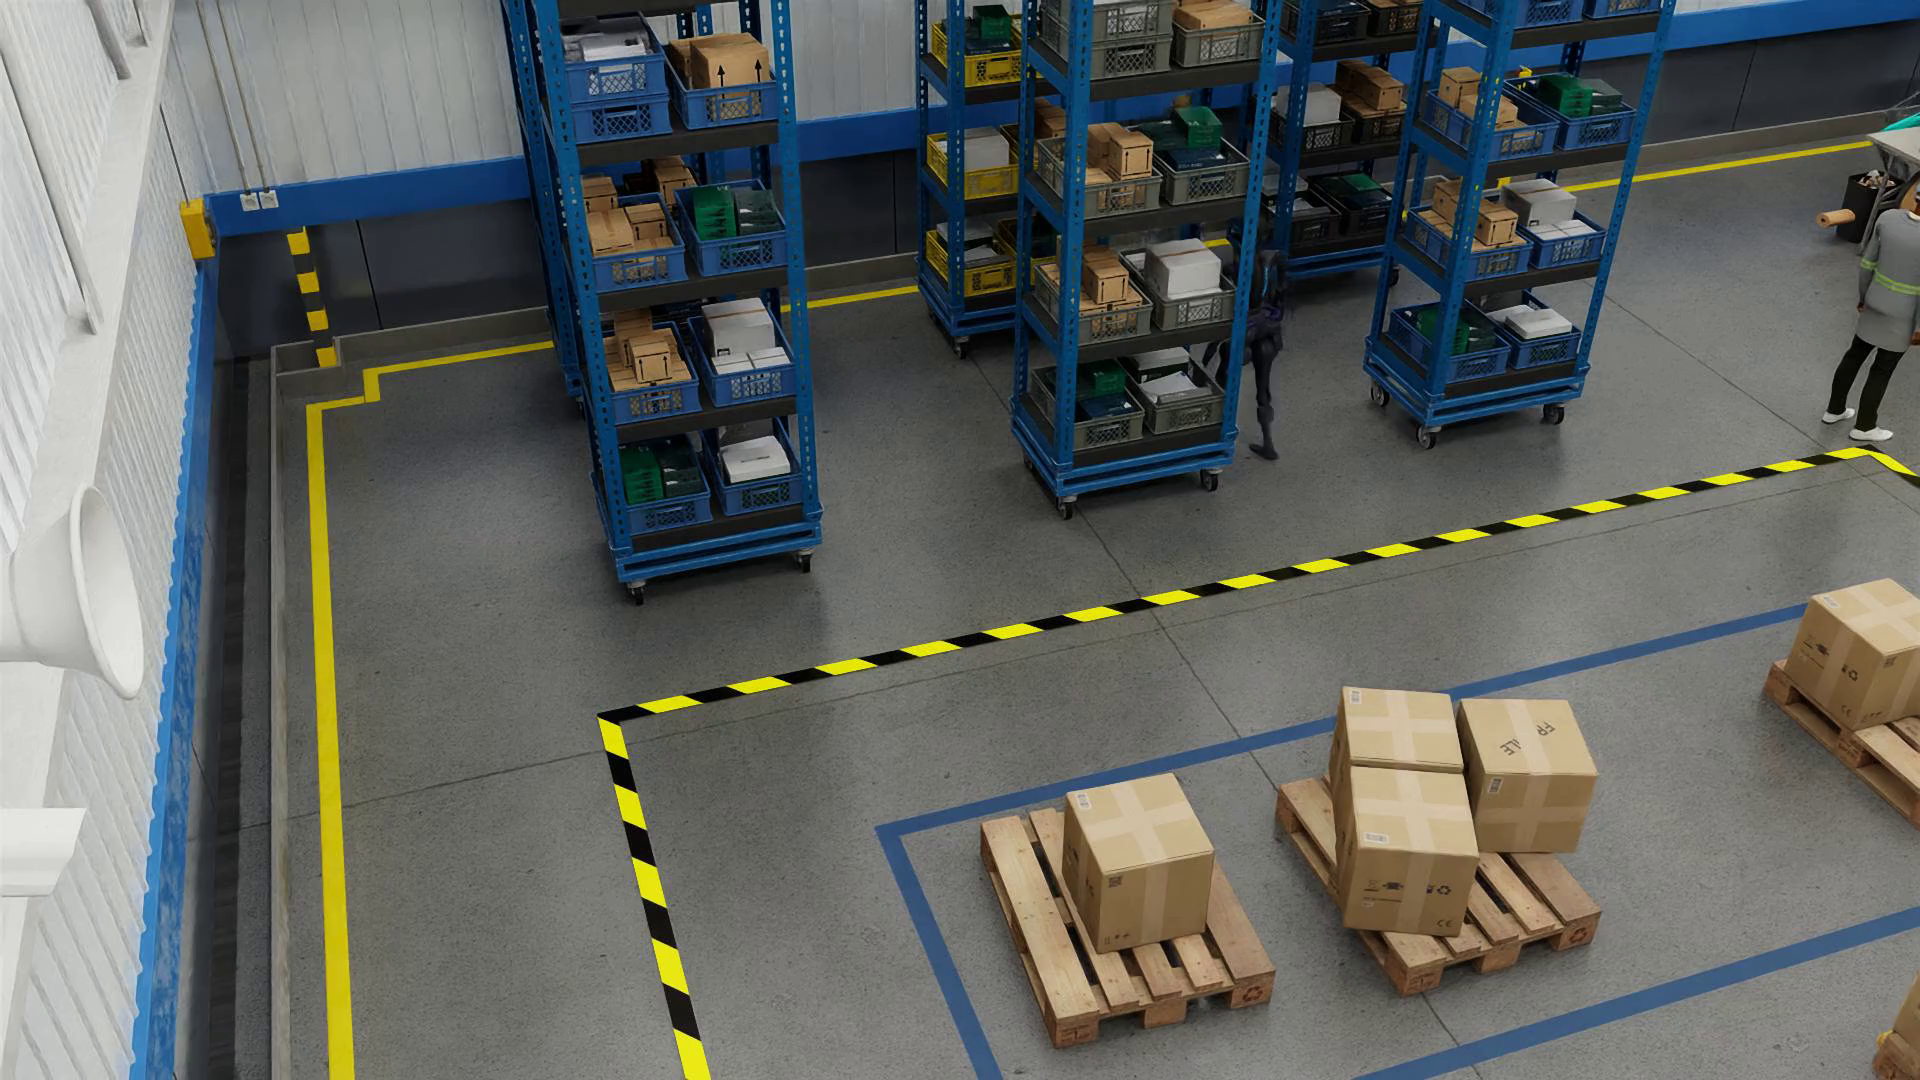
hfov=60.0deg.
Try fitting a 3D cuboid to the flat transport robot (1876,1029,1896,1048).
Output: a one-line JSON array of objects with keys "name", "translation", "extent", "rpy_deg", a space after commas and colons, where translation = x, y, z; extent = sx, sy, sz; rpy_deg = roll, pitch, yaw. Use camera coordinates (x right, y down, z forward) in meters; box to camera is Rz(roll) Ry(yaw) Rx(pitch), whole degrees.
[{"name": "flat transport robot", "translation": [4.459, 2.413, 6.611], "extent": [0.652, 0.197, 1.431], "rpy_deg": [-11, 37, -15]}]

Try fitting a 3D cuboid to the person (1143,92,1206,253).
[{"name": "person", "translation": [1.479, -2.235, 11.813], "extent": [0.620, 1.905, 0.872], "rpy_deg": [20, 40, 26]}]

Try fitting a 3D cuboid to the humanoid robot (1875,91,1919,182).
[{"name": "humanoid robot", "translation": [8.168, -3.769, 14.137], "extent": [0.669, 1.808, 0.556], "rpy_deg": [25, 42, 31]}]

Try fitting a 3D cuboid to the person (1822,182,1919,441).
[{"name": "person", "translation": [6.082, -1.512, 10.826], "extent": [0.365, 1.852, 0.589], "rpy_deg": [-12, 37, -17]}]

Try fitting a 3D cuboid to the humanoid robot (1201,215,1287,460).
[{"name": "humanoid robot", "translation": [1.857, -1.344, 10.772], "extent": [0.591, 1.624, 0.777], "rpy_deg": [-17, 39, -23]}]
